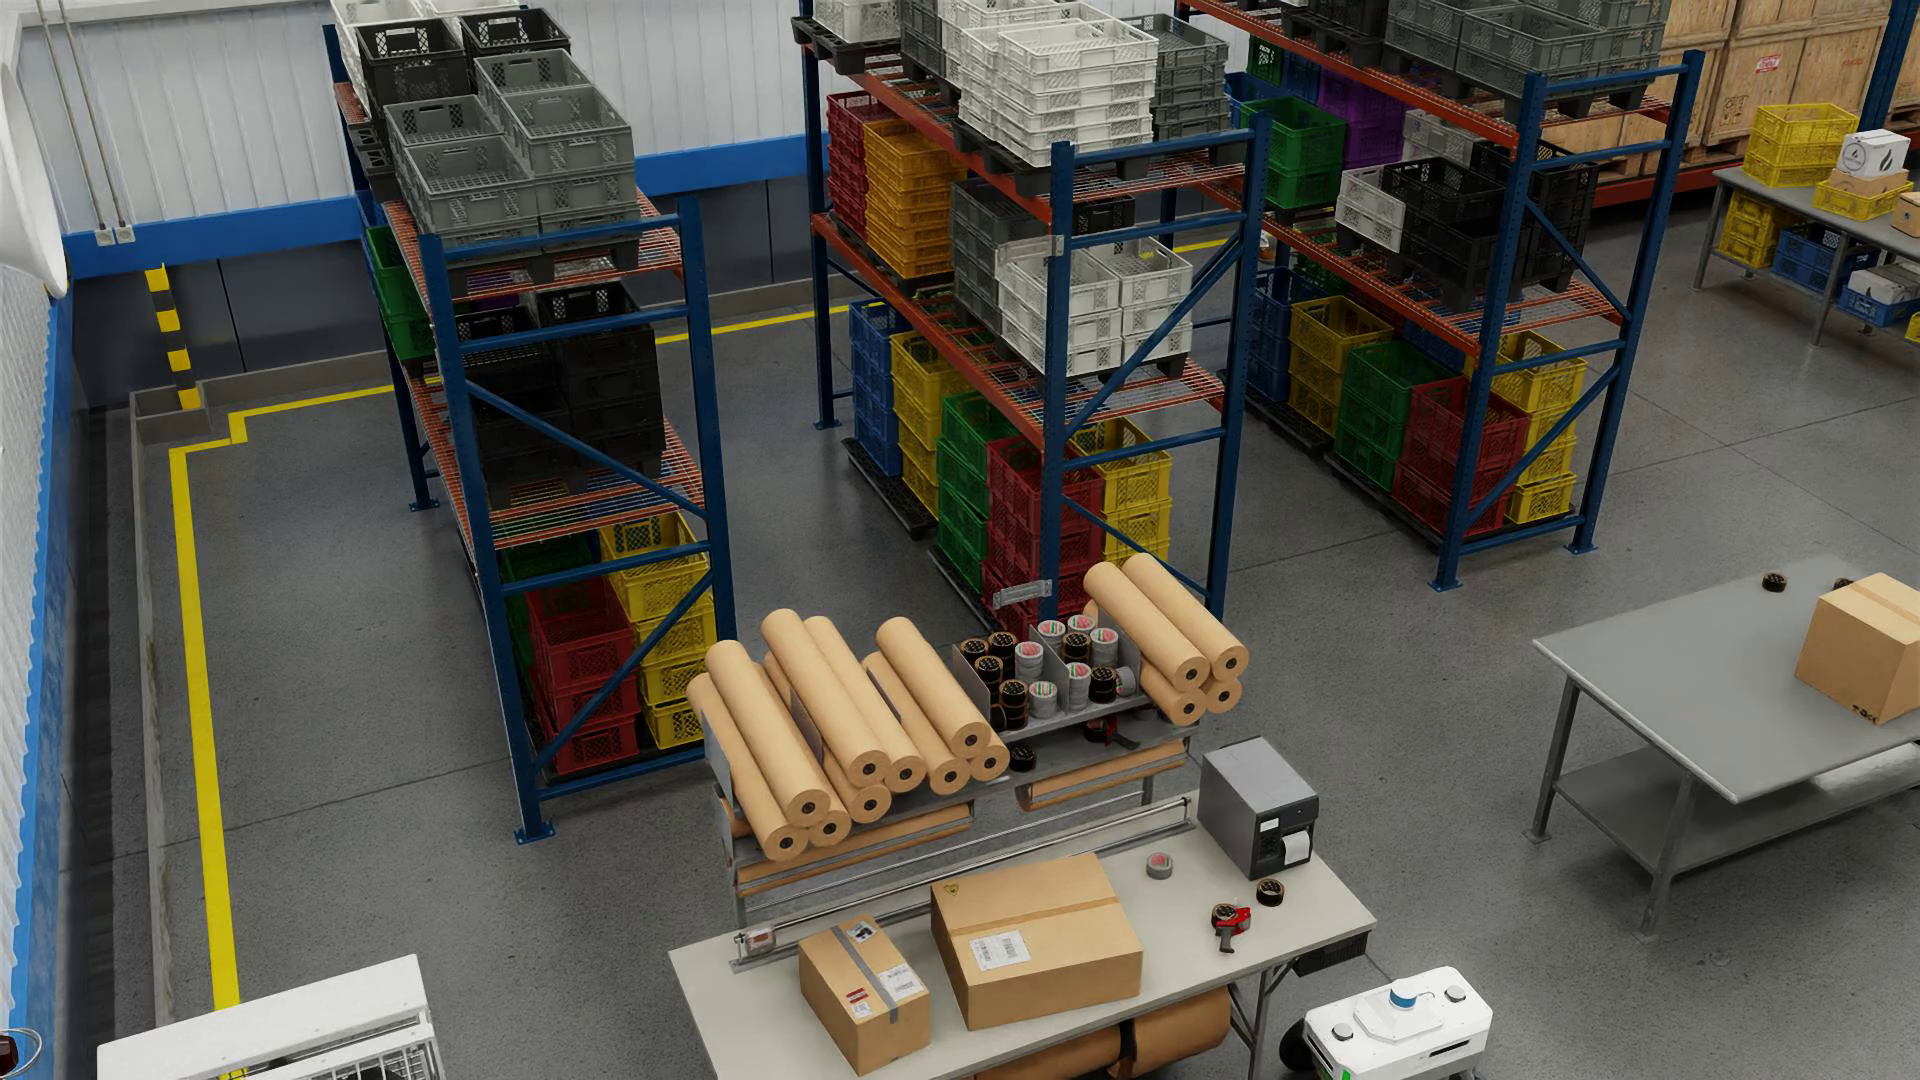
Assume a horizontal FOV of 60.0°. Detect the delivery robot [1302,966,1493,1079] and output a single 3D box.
[{"bbox_3d":[1.701,1.916,6.478,0.707,0.478,0.477,-12,33,-19],"label":"delivery robot"}]
